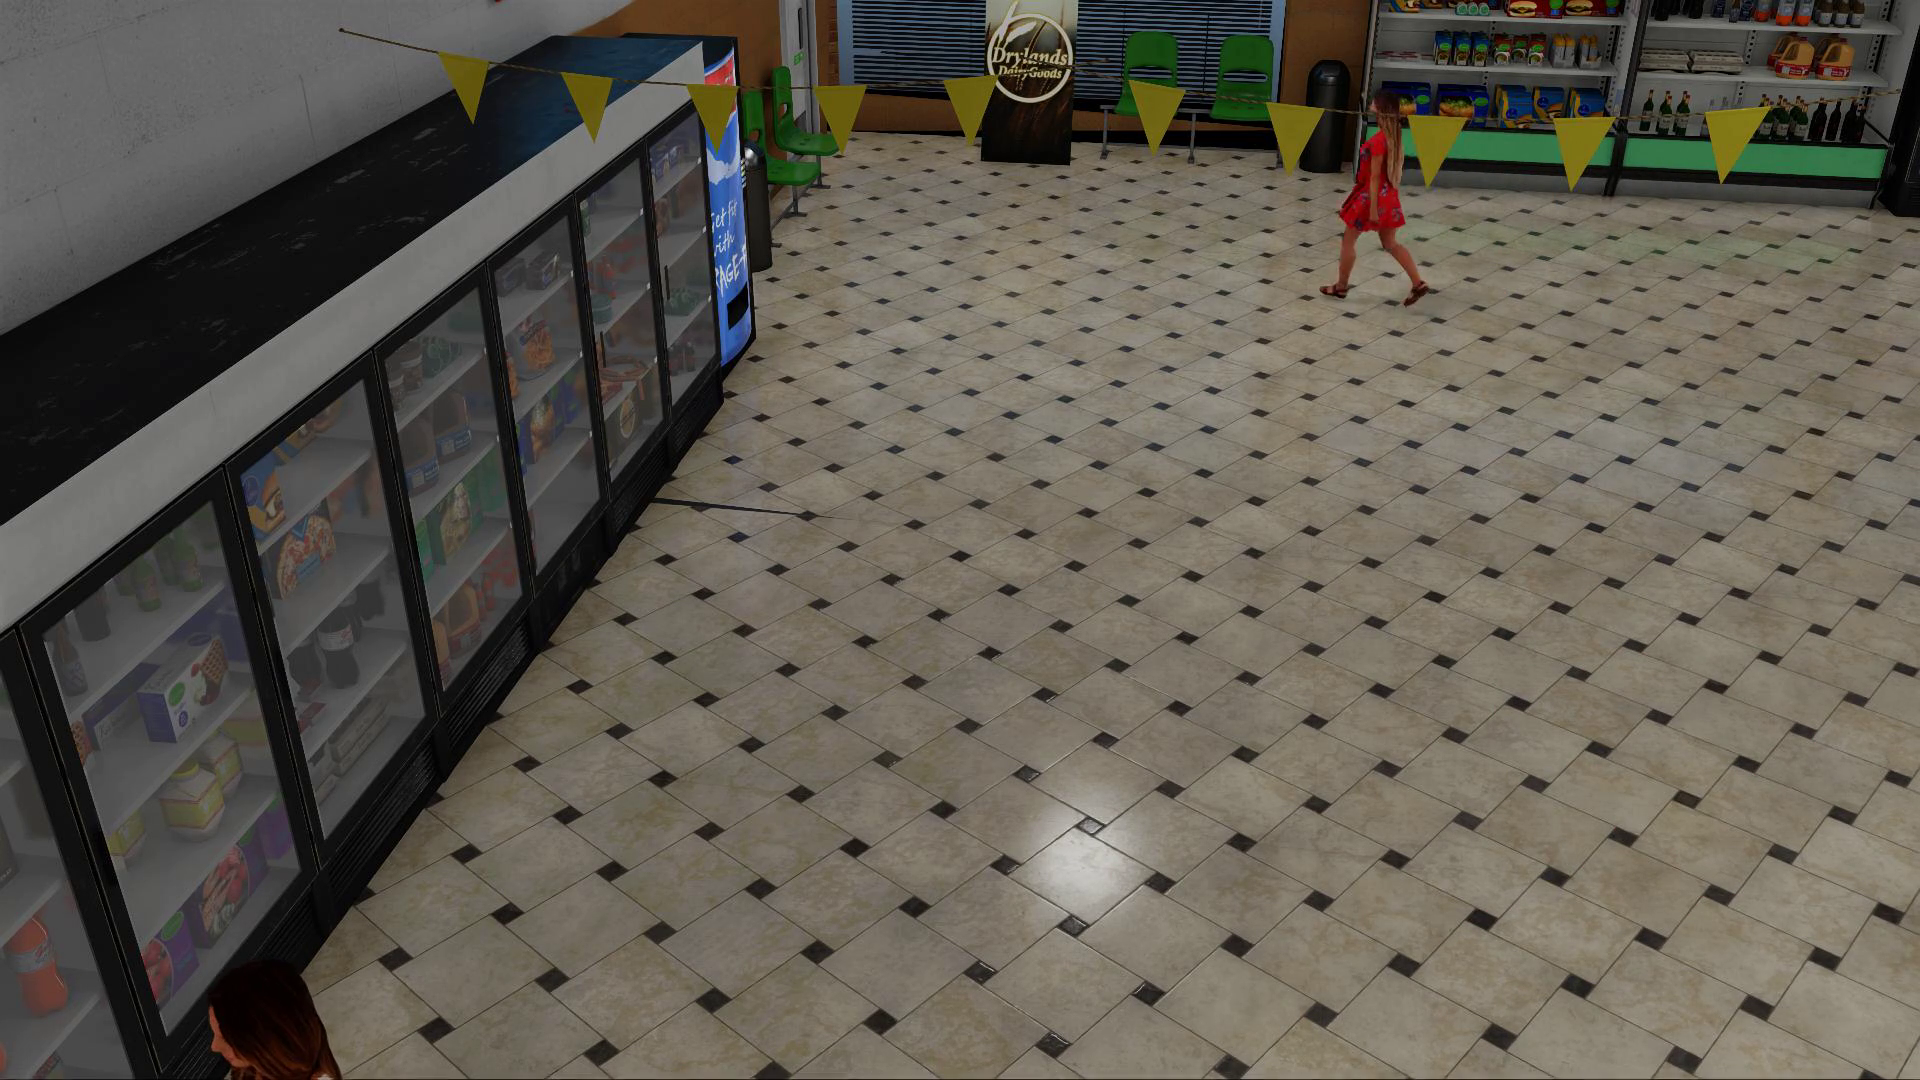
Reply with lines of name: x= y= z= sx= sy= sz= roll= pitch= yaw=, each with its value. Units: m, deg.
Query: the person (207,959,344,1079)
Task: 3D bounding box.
person: x=-1.539 y=1.737 z=4.127 sx=0.726 sy=1.783 sz=0.656 roll=-20 pitch=35 yaw=-32

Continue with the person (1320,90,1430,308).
person: x=3.077 y=-2.422 z=11.974 sx=1.114 sy=1.564 sz=0.887 roll=21 pitch=35 yaw=33
